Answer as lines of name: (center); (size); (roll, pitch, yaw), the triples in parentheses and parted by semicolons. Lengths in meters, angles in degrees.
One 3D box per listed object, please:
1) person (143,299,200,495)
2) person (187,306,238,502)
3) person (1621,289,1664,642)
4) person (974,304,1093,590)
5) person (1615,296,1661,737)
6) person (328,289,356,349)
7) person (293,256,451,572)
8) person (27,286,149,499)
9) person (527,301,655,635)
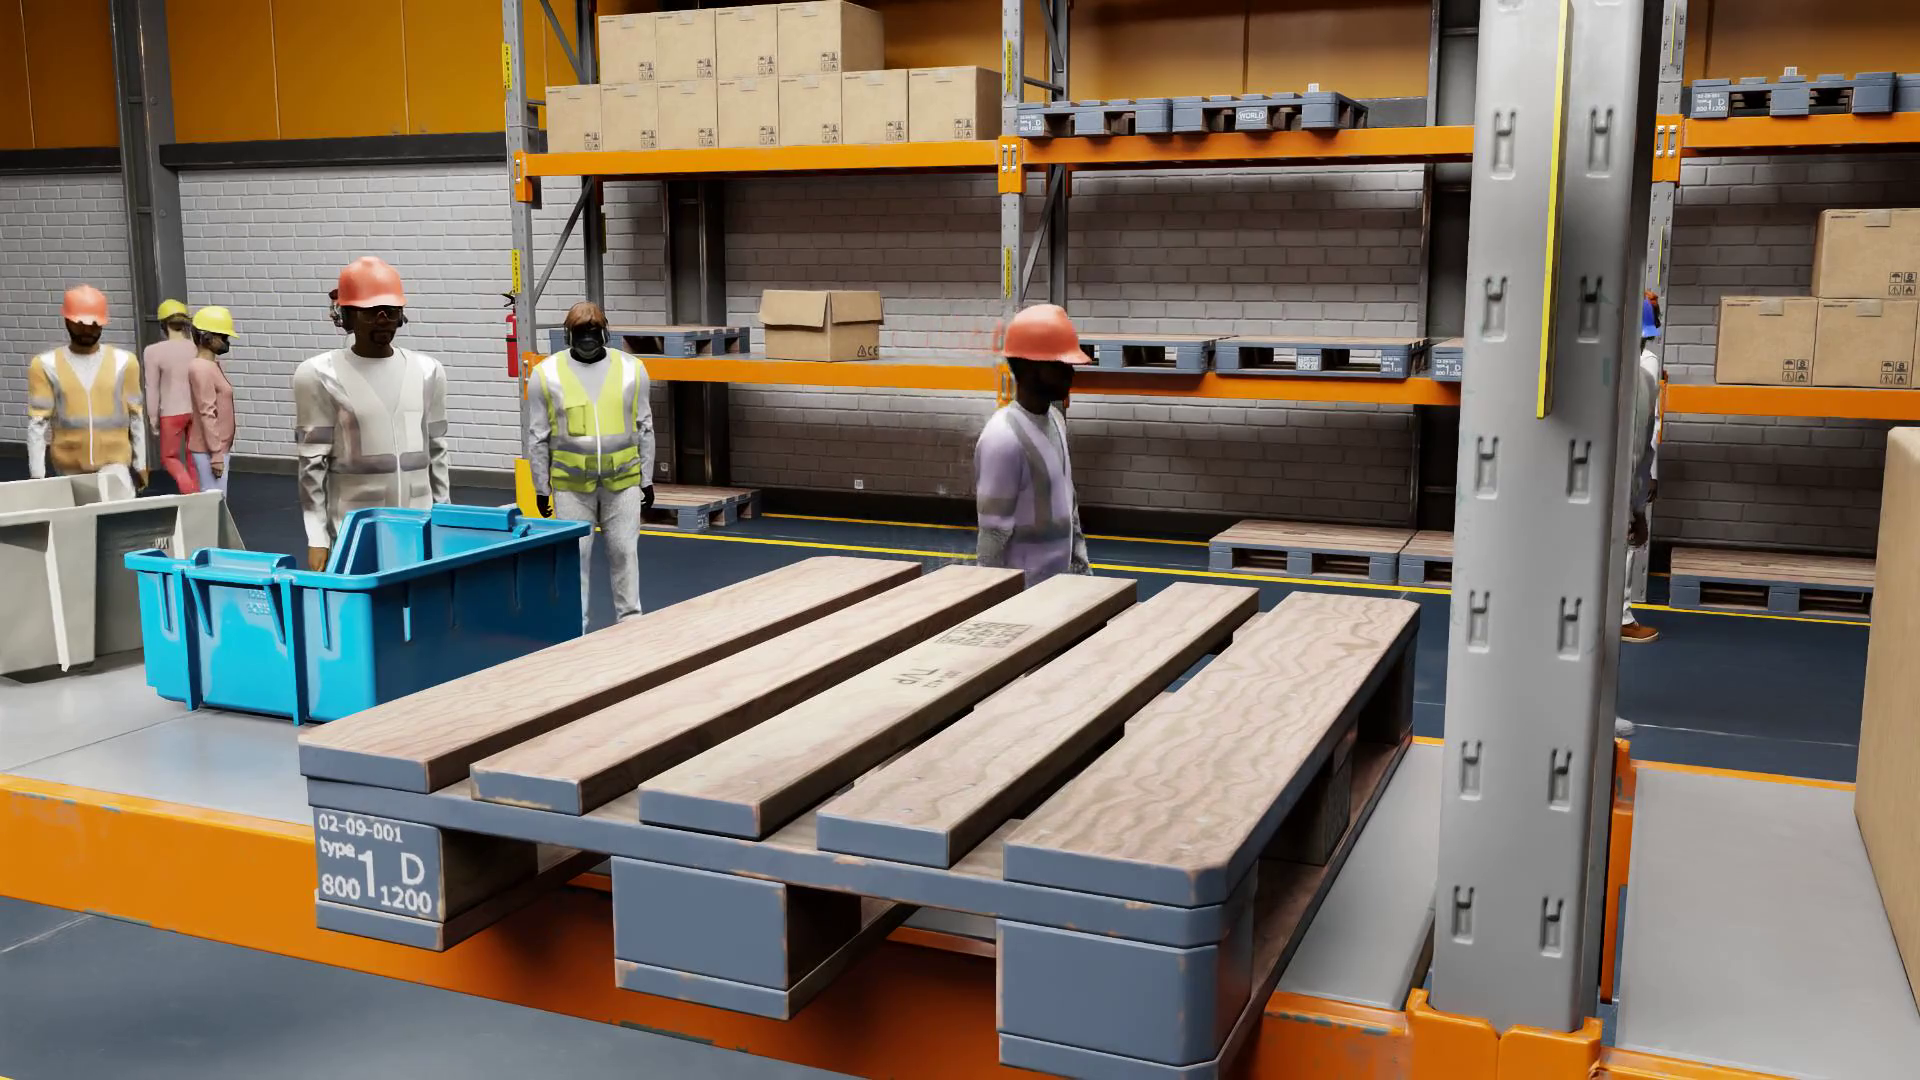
person: (-5.929, -0.962, 12.728); (0.517, 1.752, 0.526); (9, 13, 43)
person: (-4.504, -0.530, 10.090); (0.320, 1.762, 0.522); (-4, 10, -22)
person: (3.555, -0.400, 8.935); (0.337, 1.882, 0.583); (-2, 10, -10)
person: (0.207, 0.140, 5.696); (0.987, 1.892, 0.557); (3, 10, 17)
person: (2.766, -0.138, 7.296); (0.634, 1.920, 0.697); (-6, 11, -34)
person: (-4.211, -0.847, 11.732); (0.362, 1.856, 0.531); (-6, 11, -32)
person: (-2.235, -0.066, 6.462); (0.372, 2.042, 0.615); (9, 13, 44)
person: (-4.721, -0.416, 9.024); (0.585, 1.878, 0.982); (-5, 11, -28)
person: (-1.865, -0.292, 8.470); (0.632, 1.833, 0.430); (-3, 10, -18)
